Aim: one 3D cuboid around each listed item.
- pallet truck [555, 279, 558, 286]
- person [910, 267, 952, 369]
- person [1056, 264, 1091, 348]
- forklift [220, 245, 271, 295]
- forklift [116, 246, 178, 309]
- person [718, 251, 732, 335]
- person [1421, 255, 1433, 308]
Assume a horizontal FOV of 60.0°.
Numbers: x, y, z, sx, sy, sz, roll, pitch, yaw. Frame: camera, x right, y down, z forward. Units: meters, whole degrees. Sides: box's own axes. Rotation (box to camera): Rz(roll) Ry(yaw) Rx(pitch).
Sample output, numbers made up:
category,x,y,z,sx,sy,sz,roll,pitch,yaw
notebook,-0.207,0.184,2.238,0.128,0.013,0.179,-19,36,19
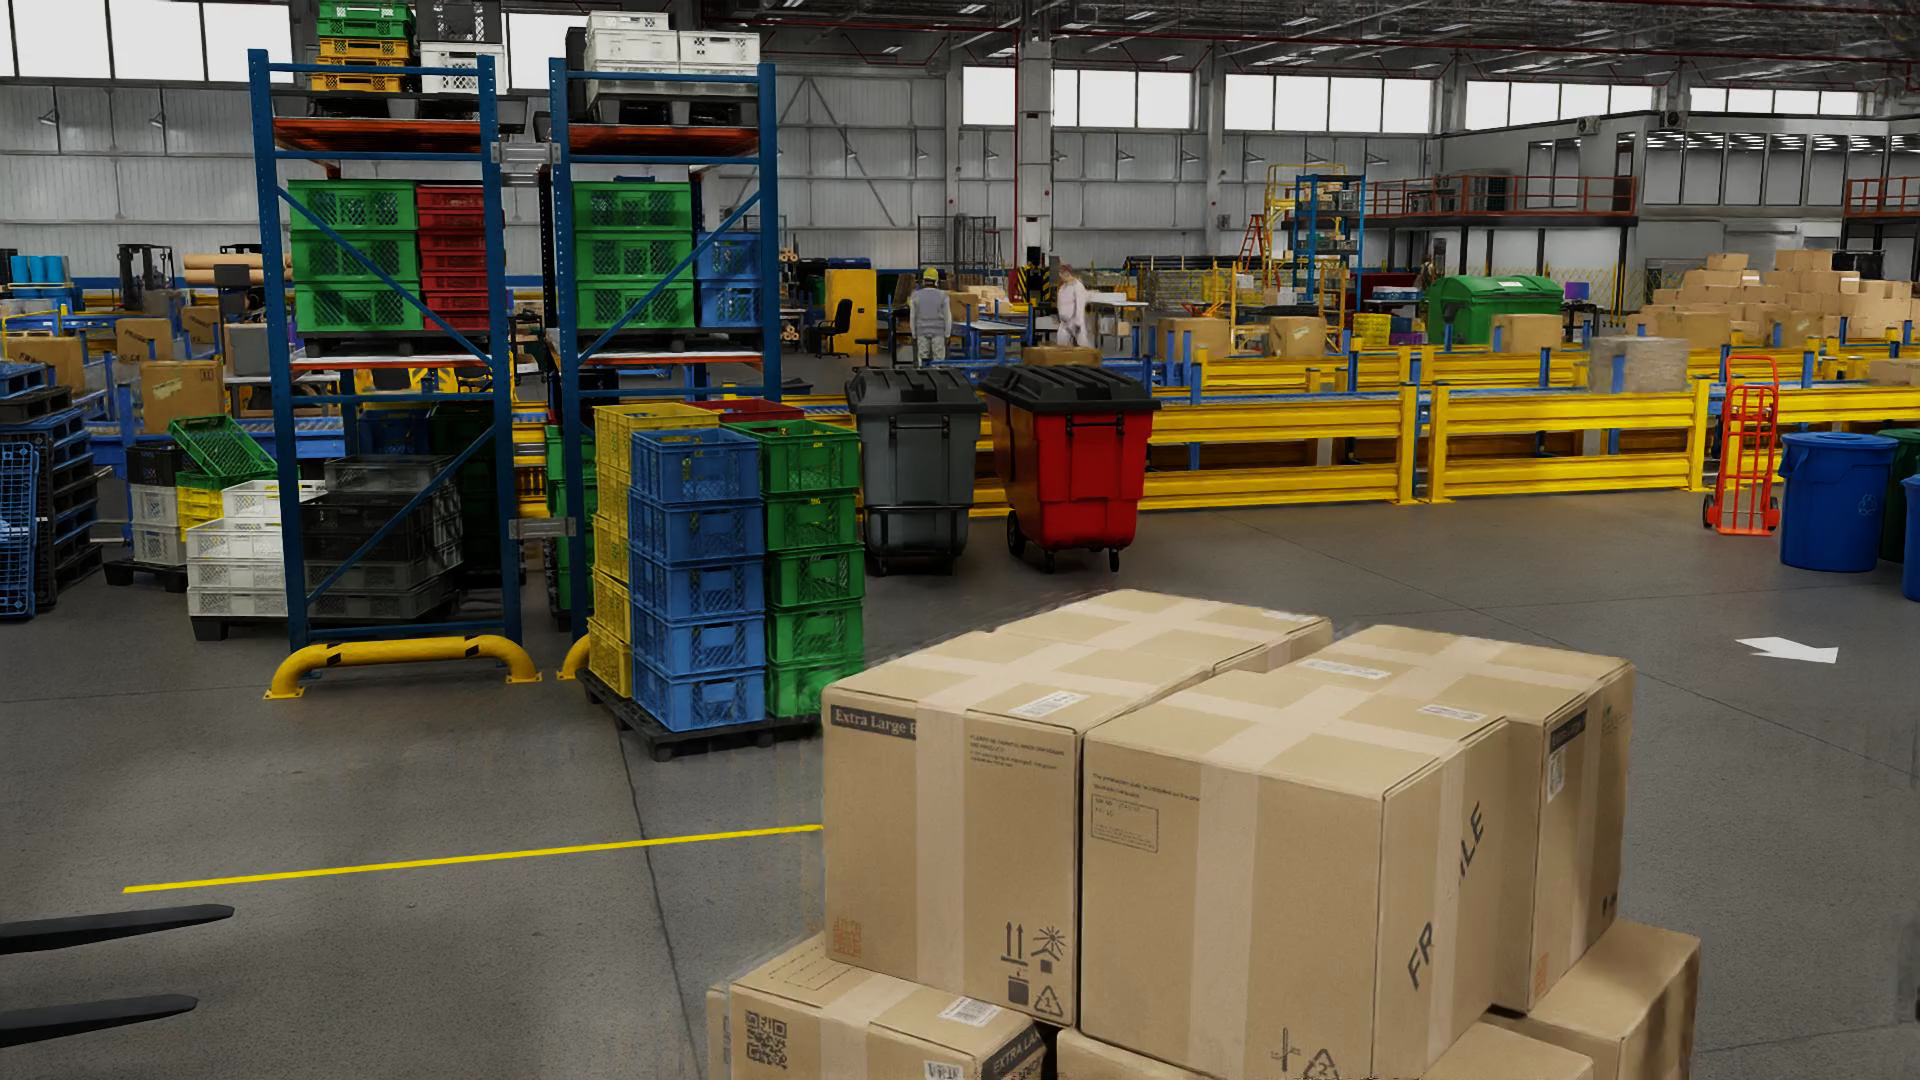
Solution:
category,x,y,z,sx,sy,sz,roll,pitch,yaw
pallet truck,-10.604,-6.375,44.520,0.653,1.274,1.630,-3,10,-15
person,-0.403,-2.914,23.420,0.590,1.833,0.404,2,10,9
person,1.792,-3.392,26.132,0.993,1.853,0.713,-8,13,-38
forklift,-17.749,-6.334,41.440,1.157,1.987,2.680,-3,10,-17
forklift,-19.966,-6.232,40.894,1.157,1.987,2.680,-3,10,-15
person,-4.329,-4.377,31.107,0.378,2.041,0.616,-2,10,-10
person,16.227,-8.974,57.713,0.349,1.842,0.505,-10,14,-44
